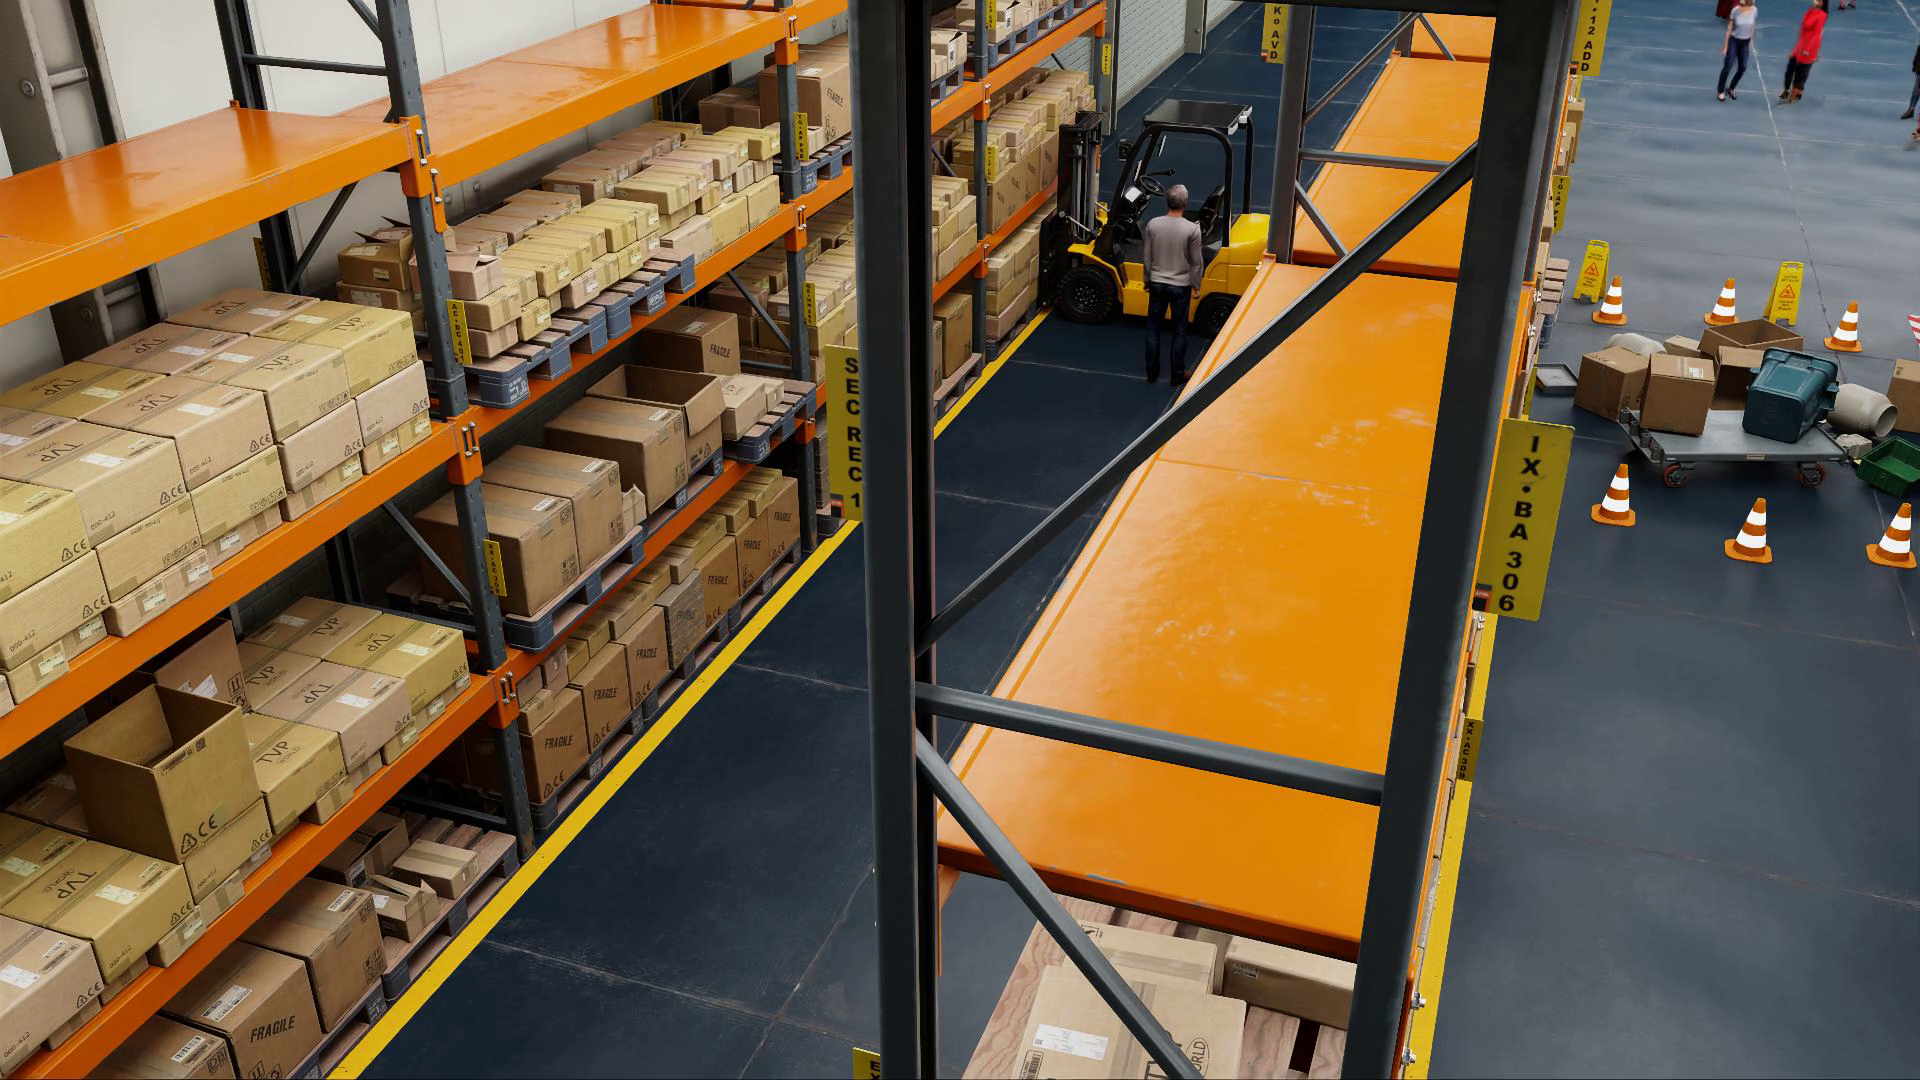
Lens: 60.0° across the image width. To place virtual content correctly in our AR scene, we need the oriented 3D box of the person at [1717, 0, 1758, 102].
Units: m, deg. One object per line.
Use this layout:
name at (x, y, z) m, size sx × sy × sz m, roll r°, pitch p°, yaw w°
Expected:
person at (12.021, -7.698, 25.804) m, size 0.670 × 1.709 × 0.670 m, roll 1°, pitch 28°, yaw 2°

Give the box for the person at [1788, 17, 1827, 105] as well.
person at (13.046, -7.489, 25.704) m, size 0.867 × 1.435 × 0.782 m, roll -23°, pitch 36°, yaw -36°

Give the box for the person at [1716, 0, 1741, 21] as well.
person at (14.599, -10.526, 31.219) m, size 0.618 × 1.610 × 0.938 m, roll 9°, pitch 29°, yaw 17°

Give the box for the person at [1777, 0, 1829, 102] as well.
person at (13.034, -7.576, 25.581) m, size 0.861 × 1.704 × 0.774 m, roll -1°, pitch 28°, yaw -2°

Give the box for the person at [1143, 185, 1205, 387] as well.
person at (1.980, -2.386, 15.617) m, size 0.753 × 1.910 × 0.639 m, roll 13°, pitch 31°, yaw 22°

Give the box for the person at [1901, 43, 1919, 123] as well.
person at (14.407, -7.070, 24.705) m, size 0.758 × 1.634 × 0.729 m, roll -21°, pitch 35°, yaw -34°
